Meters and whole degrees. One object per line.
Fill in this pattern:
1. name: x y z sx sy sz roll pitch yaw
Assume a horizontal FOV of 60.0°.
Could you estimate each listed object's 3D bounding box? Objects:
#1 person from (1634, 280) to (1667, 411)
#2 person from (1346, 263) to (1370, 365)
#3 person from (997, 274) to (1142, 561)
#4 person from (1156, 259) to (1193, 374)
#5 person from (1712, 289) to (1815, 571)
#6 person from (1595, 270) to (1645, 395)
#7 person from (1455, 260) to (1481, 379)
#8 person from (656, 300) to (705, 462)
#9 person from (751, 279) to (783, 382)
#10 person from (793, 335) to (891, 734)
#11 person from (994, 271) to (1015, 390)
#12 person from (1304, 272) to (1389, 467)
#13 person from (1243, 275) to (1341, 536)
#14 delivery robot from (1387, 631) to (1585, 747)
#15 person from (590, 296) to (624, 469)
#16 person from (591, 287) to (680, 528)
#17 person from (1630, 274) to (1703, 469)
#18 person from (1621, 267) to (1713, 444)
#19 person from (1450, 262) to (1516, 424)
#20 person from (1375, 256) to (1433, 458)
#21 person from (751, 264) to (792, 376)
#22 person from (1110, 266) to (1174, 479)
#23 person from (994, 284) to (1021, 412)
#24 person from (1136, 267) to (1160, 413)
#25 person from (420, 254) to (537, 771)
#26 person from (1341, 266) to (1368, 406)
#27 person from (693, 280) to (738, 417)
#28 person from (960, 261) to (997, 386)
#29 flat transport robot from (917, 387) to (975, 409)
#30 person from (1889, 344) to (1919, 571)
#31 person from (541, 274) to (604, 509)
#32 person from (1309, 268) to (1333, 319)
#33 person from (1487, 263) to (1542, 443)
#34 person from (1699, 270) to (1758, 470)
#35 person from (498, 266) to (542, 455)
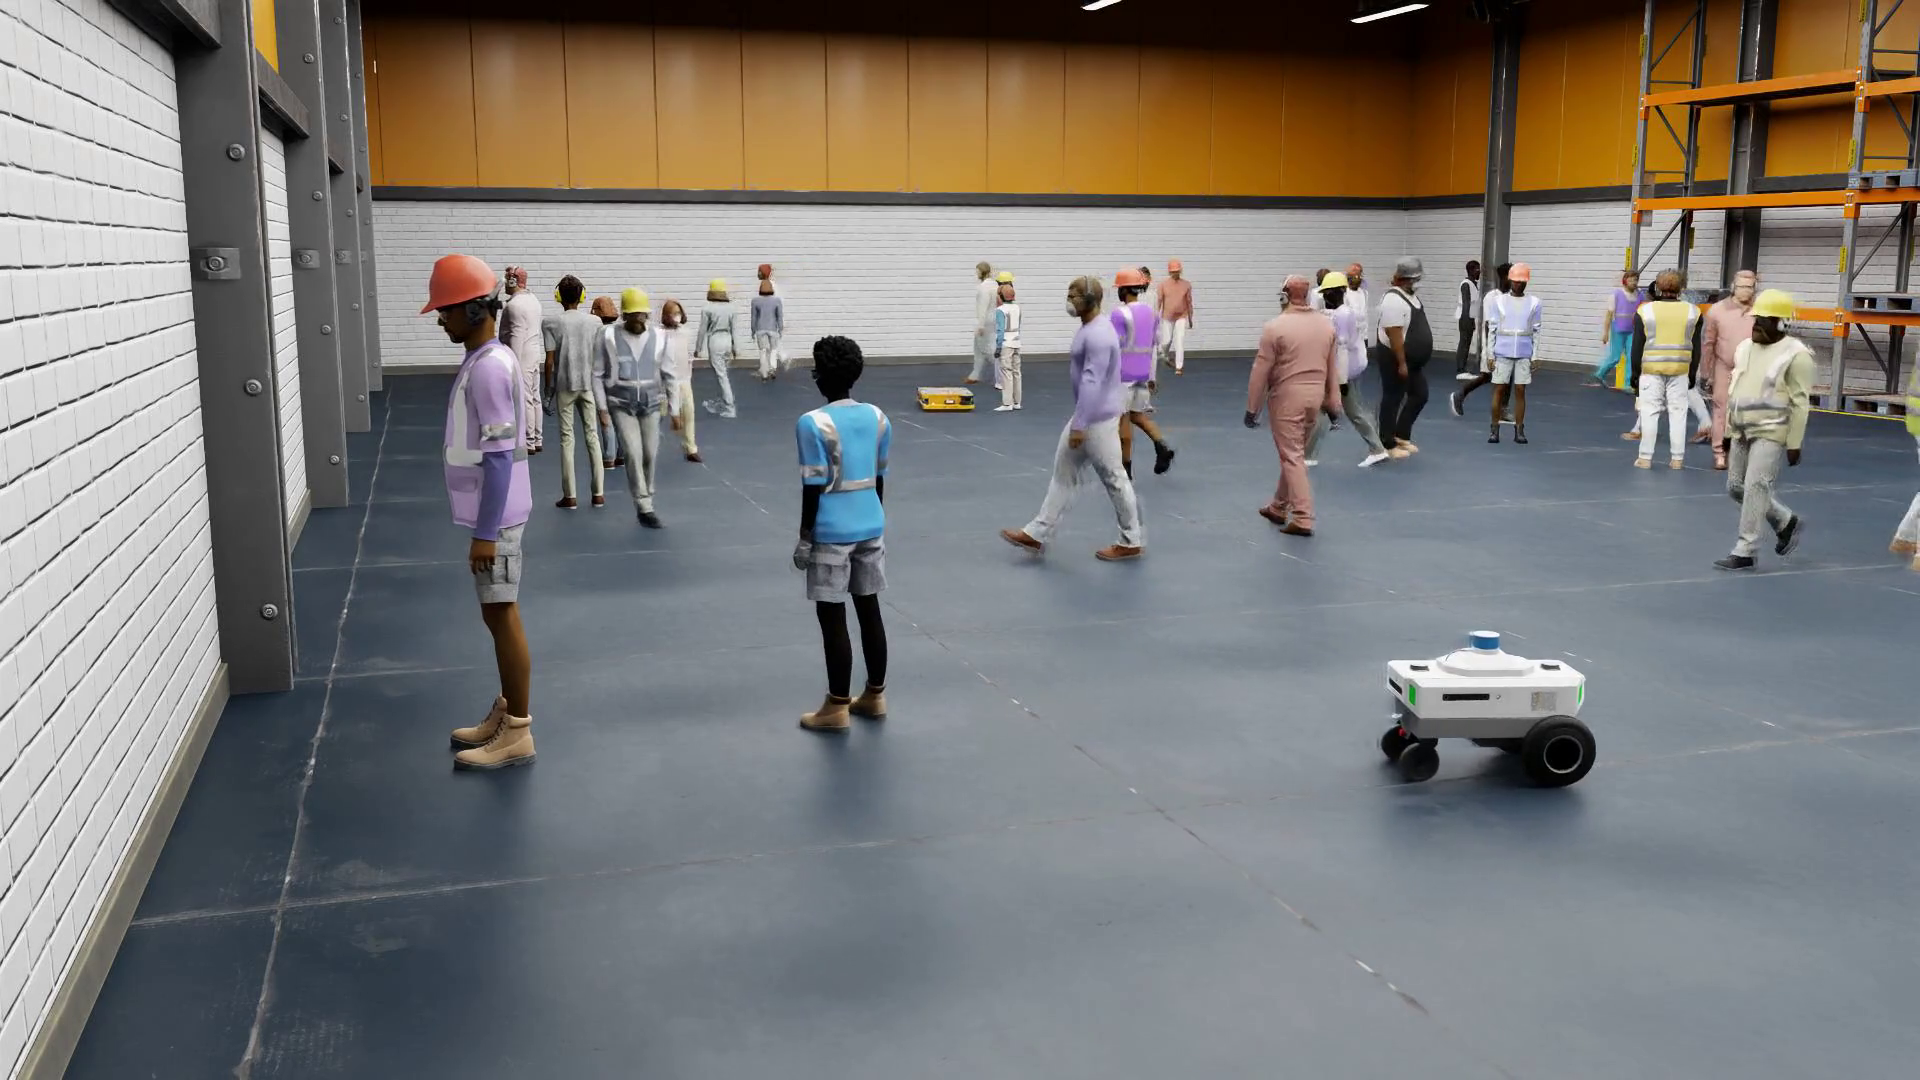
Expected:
1. person: 8.967 -2.507 21.494 0.535 1.697 0.318 -3 10 -17
2. person: 7.095 -4.055 30.001 0.665 1.858 0.983 -4 10 -20
3. person: 0.760 -0.783 10.940 0.989 1.889 0.660 -1 10 -5
4. person: 3.618 -3.804 28.283 0.671 1.954 0.863 0 10 -1
5. person: 5.208 -0.706 10.714 0.675 1.816 0.603 -3 10 -14
6. person: 9.620 -3.032 24.220 0.621 1.810 0.723 -2 10 -11
7. person: 8.257 -3.578 27.049 0.390 1.920 0.587 5 11 25
8. person: -2.869 -1.574 16.393 0.499 1.598 0.821 -9 13 -42
9. person: -3.059 -3.312 26.357 0.515 1.617 0.351 -1 10 -4
10. person: -0.508 -0.025 7.120 0.317 1.695 0.540 8 12 37
11. person: 0.667 -3.118 24.818 0.301 1.772 0.524 -1 10 -7
12. person: 3.646 -1.617 15.880 1.001 1.871 0.577 4 10 21
13. person: 2.385 -0.996 12.242 0.678 1.868 0.903 -5 11 -28
14. delivery robot: 2.053 0.601 6.530 0.707 0.478 0.477 0 10 -1
15. person: -3.339 -1.484 15.752 0.285 1.633 0.497 5 11 26
16. person: -2.417 -0.997 12.489 0.636 1.792 0.595 -4 11 -23
17. person: 6.663 -1.588 15.752 0.624 1.844 0.430 2 10 11
18. person: 7.676 -1.967 17.825 0.634 1.899 1.006 -9 13 -41
19. person: 6.389 -2.371 20.030 0.633 1.938 0.828 -9 13 -41
20. person: 4.393 -1.810 16.462 0.543 2.000 0.700 6 11 31
21. person: -3.126 -3.610 27.388 0.647 1.871 0.594 2 10 9
22. person: 1.587 -1.482 14.906 0.547 1.925 0.584 -9 13 -43
23. person: 0.619 -2.472 21.463 0.315 1.636 0.515 7 12 33
24. person: 2.337 -2.556 21.298 0.516 1.869 0.354 -6 11 -31
25. person: -1.898 -0.105 6.611 0.385 2.035 0.605 -3 10 -16
26. person: 5.217 -2.740 22.339 0.601 1.868 0.501 -7 12 -34
27. person: -3.063 -2.395 20.825 0.507 1.696 0.890 -9 13 -42
28. person: 0.410 -3.308 25.501 0.773 1.920 0.640 1 10 9
29. flat transport robot: -0.200 -1.874 21.952 0.652 0.197 1.431 -1 10 -5
30. person: 6.342 -0.705 10.773 0.474 1.811 0.684 8 12 37
31. person: -3.091 -1.180 13.312 0.514 1.871 0.327 -5 11 -26
32. person: 5.570 -3.217 25.281 0.627 1.820 0.846 -5 11 -27
33. person: 5.942 -1.998 17.850 0.544 1.938 0.356 2 10 11
34. person: 7.301 -1.582 15.607 0.691 1.882 0.419 4 10 20
35. person: -4.465 -1.812 16.859 0.404 1.911 0.636 1 10 4
